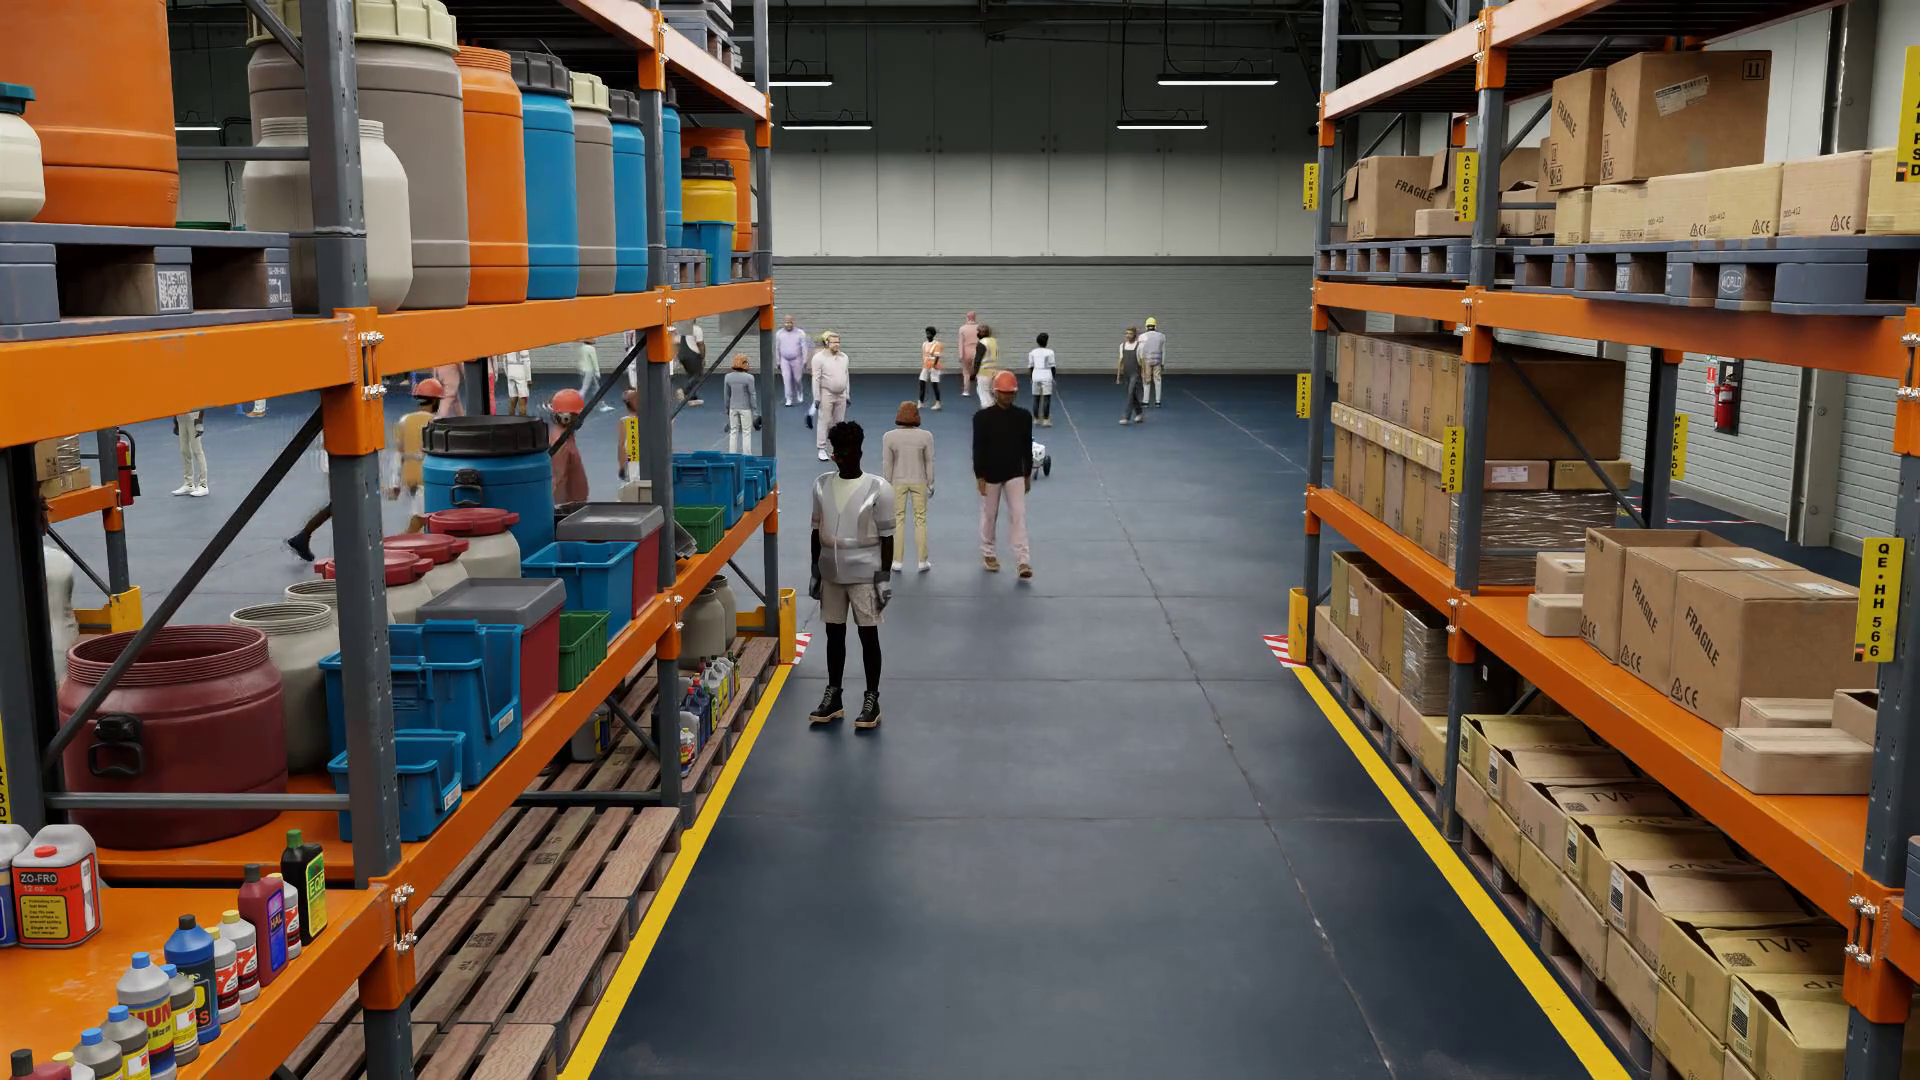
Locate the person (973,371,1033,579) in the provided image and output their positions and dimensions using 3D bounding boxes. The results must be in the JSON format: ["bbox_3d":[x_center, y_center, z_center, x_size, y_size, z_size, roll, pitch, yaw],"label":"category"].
[{"bbox_3d":[0.410,-0.623,15.688,0.633,1.934,1.043,-2,10,-13],"label":"person"}]

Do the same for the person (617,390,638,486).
[{"bbox_3d":[-3.343,-0.775,17.564,0.548,1.622,0.518,6,11,34],"label":"person"}]

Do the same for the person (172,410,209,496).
[{"bbox_3d":[-9.815,-1.500,21.129,0.514,1.877,0.328,4,10,25],"label":"person"}]

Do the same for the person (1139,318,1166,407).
[{"bbox_3d":[3.911,-3.632,34.044,0.588,1.827,0.404,-2,10,-12],"label":"person"}]

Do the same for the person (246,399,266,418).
[{"bbox_3d":[-13.537,-3.323,31.852,0.375,1.940,0.627,-1,10,-6],"label":"person"}]

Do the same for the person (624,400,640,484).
[{"bbox_3d":[-2.552,-0.259,13.670,0.362,1.882,0.576,2,10,11],"label":"person"}]

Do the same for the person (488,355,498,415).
[{"bbox_3d":[-8.895,-3.100,31.038,0.534,1.767,0.320,-3,10,-15],"label":"person"}]

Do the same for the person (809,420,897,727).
[{"bbox_3d":[-0.702,0.213,10.605,0.604,1.960,0.369,4,10,25],"label":"person"}]

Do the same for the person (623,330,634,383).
[{"bbox_3d":[-7.959,-4.811,40.808,0.586,1.925,0.369,1,10,7],"label":"person"}]

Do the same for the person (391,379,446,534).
[{"bbox_3d":[-4.997,-0.555,15.495,0.569,1.874,1.057,5,11,27],"label":"person"}]

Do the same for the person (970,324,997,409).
[{"bbox_3d":[0.446,-3.073,30.725,0.444,1.825,0.627,4,10,21],"label":"person"}]

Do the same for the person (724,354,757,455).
[{"bbox_3d":[-3.166,-1.868,24.049,0.508,1.632,0.264,4,10,22],"label":"person"}]

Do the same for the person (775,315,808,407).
[{"bbox_3d":[-3.483,-3.727,34.476,0.685,1.872,0.785,1,9,3],"label":"person"}]

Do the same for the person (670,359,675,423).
[{"bbox_3d":[-5.543,-3.088,30.623,0.587,1.882,0.340,2,10,13],"label":"person"}]

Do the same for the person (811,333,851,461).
[{"bbox_3d":[-1.903,-2.150,24.934,0.652,1.904,0.402,-7,12,-37],"label":"person"}]

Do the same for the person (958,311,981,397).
[{"bbox_3d":[0.279,-4.091,36.622,0.650,1.885,0.747,-3,10,-19],"label":"person"}]

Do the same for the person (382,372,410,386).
[{"bbox_3d":[-13.593,-4.525,39.884,0.791,1.659,0.537,2,10,13],"label":"person"}]

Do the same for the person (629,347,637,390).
[{"bbox_3d":[-5.202,-2.620,27.773,0.576,1.899,0.877,-5,11,-26],"label":"person"}]

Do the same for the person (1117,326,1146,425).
[{"bbox_3d":[3.187,-3.042,30.598,0.530,1.809,0.942,7,12,37],"label":"person"}]

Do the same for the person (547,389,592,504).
[{"bbox_3d":[-3.179,-0.209,13.095,0.766,1.973,0.619,-2,10,-14],"label":"person"}]

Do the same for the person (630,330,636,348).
[{"bbox_3d":[-7.673,-4.648,39.996,0.520,1.874,0.332,0,9,1],"label":"person"}]

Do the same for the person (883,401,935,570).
[{"bbox_3d":[-0.489,-0.519,15.970,0.500,1.633,0.286,0,9,0],"label":"person"}]

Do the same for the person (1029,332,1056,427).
[{"bbox_3d":[1.499,-2.904,30.067,0.537,1.697,0.316,6,11,34],"label":"person"}]

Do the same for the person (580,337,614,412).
[{"bbox_3d":[-7.272,-3.304,32.788,0.858,1.586,0.515,-5,11,-29],"label":"person"}]

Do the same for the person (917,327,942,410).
[{"bbox_3d":[-0.573,-3.428,33.256,0.554,1.672,0.544,9,13,43],"label":"person"}]

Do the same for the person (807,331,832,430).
[{"bbox_3d":[-2.401,-2.798,29.265,0.523,1.748,0.686,6,11,32],"label":"person"}]

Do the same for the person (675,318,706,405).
[{"bbox_3d":[-5.590,-3.772,34.369,0.692,2.000,0.738,9,13,42],"label":"person"}]

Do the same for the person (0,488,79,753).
[{"bbox_3d":[-4.435,0.653,8.127,0.660,1.903,0.938,3,10,15],"label":"person"}]

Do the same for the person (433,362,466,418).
[{"bbox_3d":[-8.897,-2.828,29.143,0.662,1.869,0.907,8,12,38],"label":"person"}]

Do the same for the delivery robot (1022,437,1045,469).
[{"bbox_3d":[0.967,-1.186,23.041,0.477,0.478,0.707,2,10,11],"label":"delivery robot"}]

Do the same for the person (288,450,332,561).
[{"bbox_3d":[-6.173,-0.723,16.419,0.912,1.903,0.562,-2,10,-11],"label":"person"}]

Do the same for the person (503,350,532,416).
[{"bbox_3d":[-7.488,-2.777,28.268,0.605,2.045,0.382,7,12,36],"label":"person"}]
